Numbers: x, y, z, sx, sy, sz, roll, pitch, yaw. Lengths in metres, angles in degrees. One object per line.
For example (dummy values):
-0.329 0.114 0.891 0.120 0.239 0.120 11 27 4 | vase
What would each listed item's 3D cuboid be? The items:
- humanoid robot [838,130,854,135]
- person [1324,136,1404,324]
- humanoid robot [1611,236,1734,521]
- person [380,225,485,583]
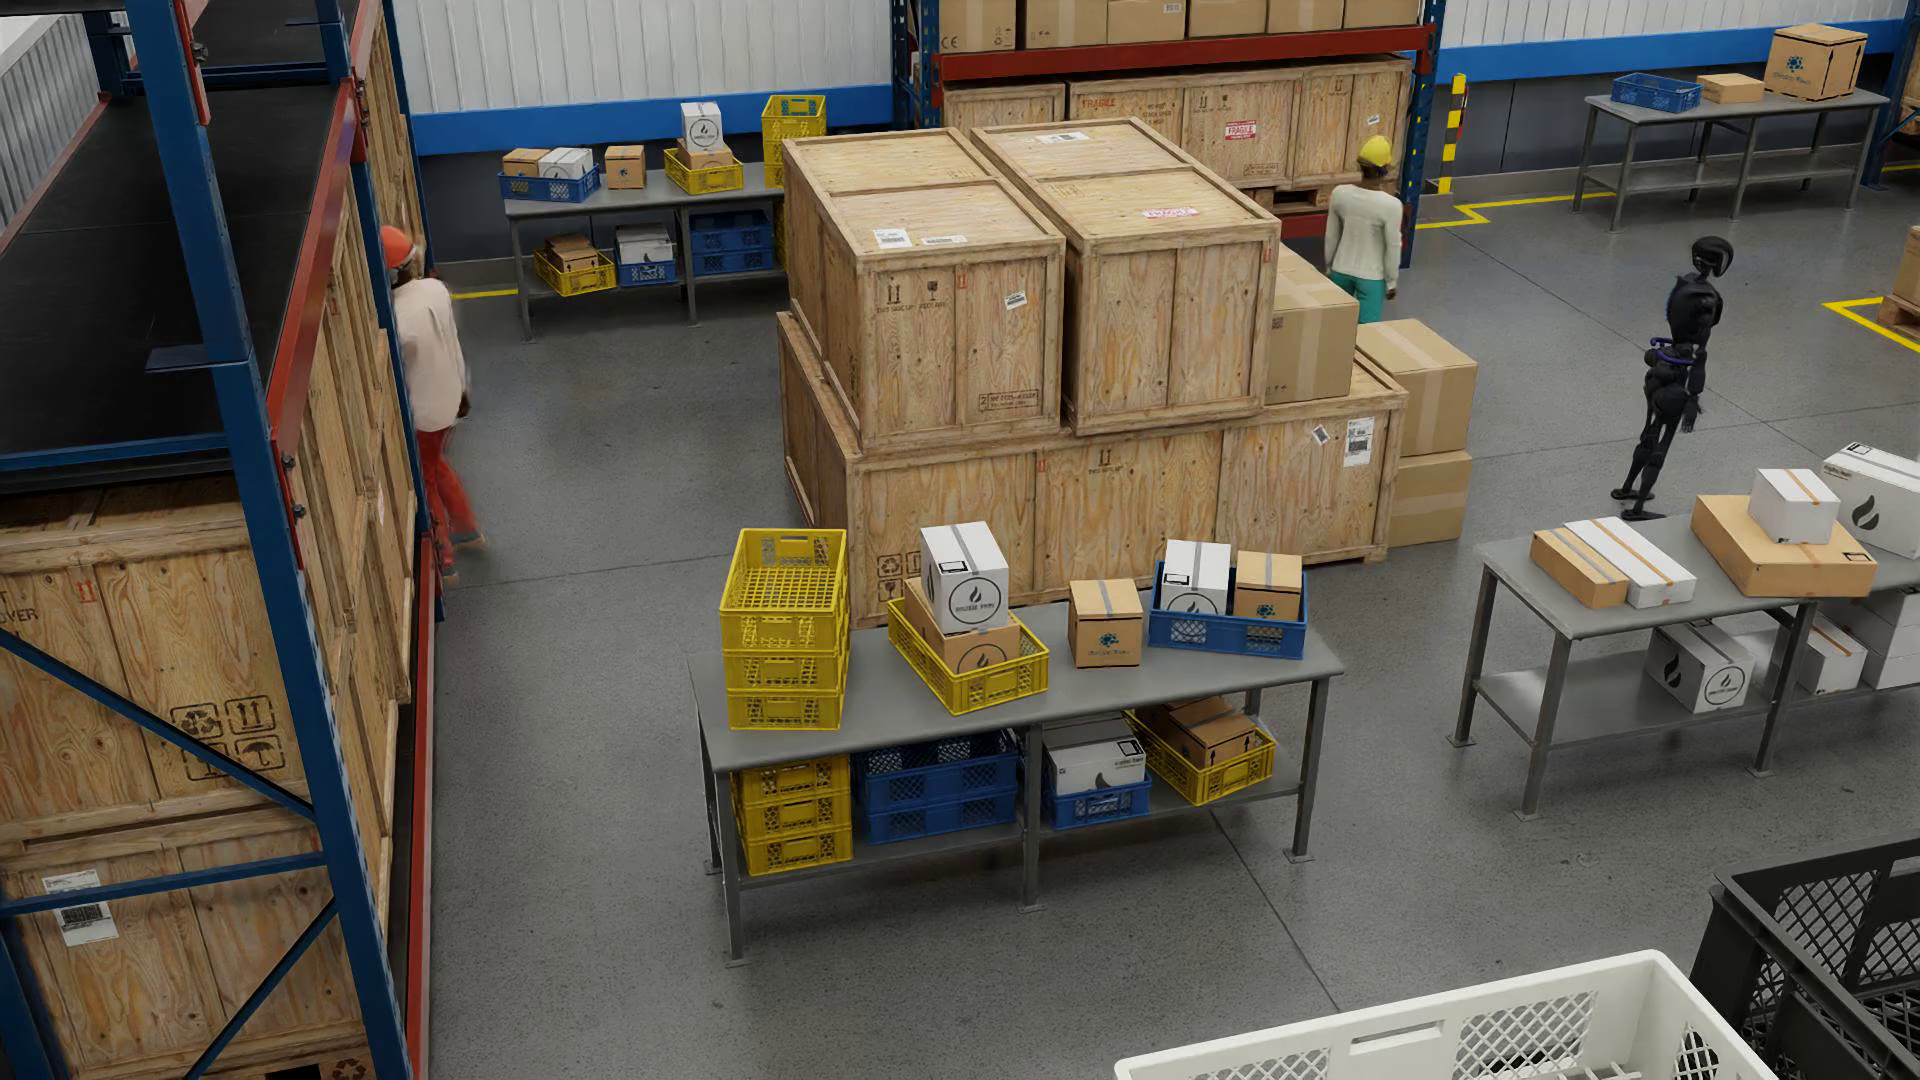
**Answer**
-0.720 -1.914 11.132 0.584 1.654 0.312 1 29 2 | humanoid robot
2.574 -1.708 10.670 0.541 1.761 0.350 23 36 36 | person
4.009 -0.906 9.301 0.355 1.648 0.569 4 29 6 | humanoid robot
-2.807 -0.686 8.596 0.470 1.970 0.650 6 29 11 | person
